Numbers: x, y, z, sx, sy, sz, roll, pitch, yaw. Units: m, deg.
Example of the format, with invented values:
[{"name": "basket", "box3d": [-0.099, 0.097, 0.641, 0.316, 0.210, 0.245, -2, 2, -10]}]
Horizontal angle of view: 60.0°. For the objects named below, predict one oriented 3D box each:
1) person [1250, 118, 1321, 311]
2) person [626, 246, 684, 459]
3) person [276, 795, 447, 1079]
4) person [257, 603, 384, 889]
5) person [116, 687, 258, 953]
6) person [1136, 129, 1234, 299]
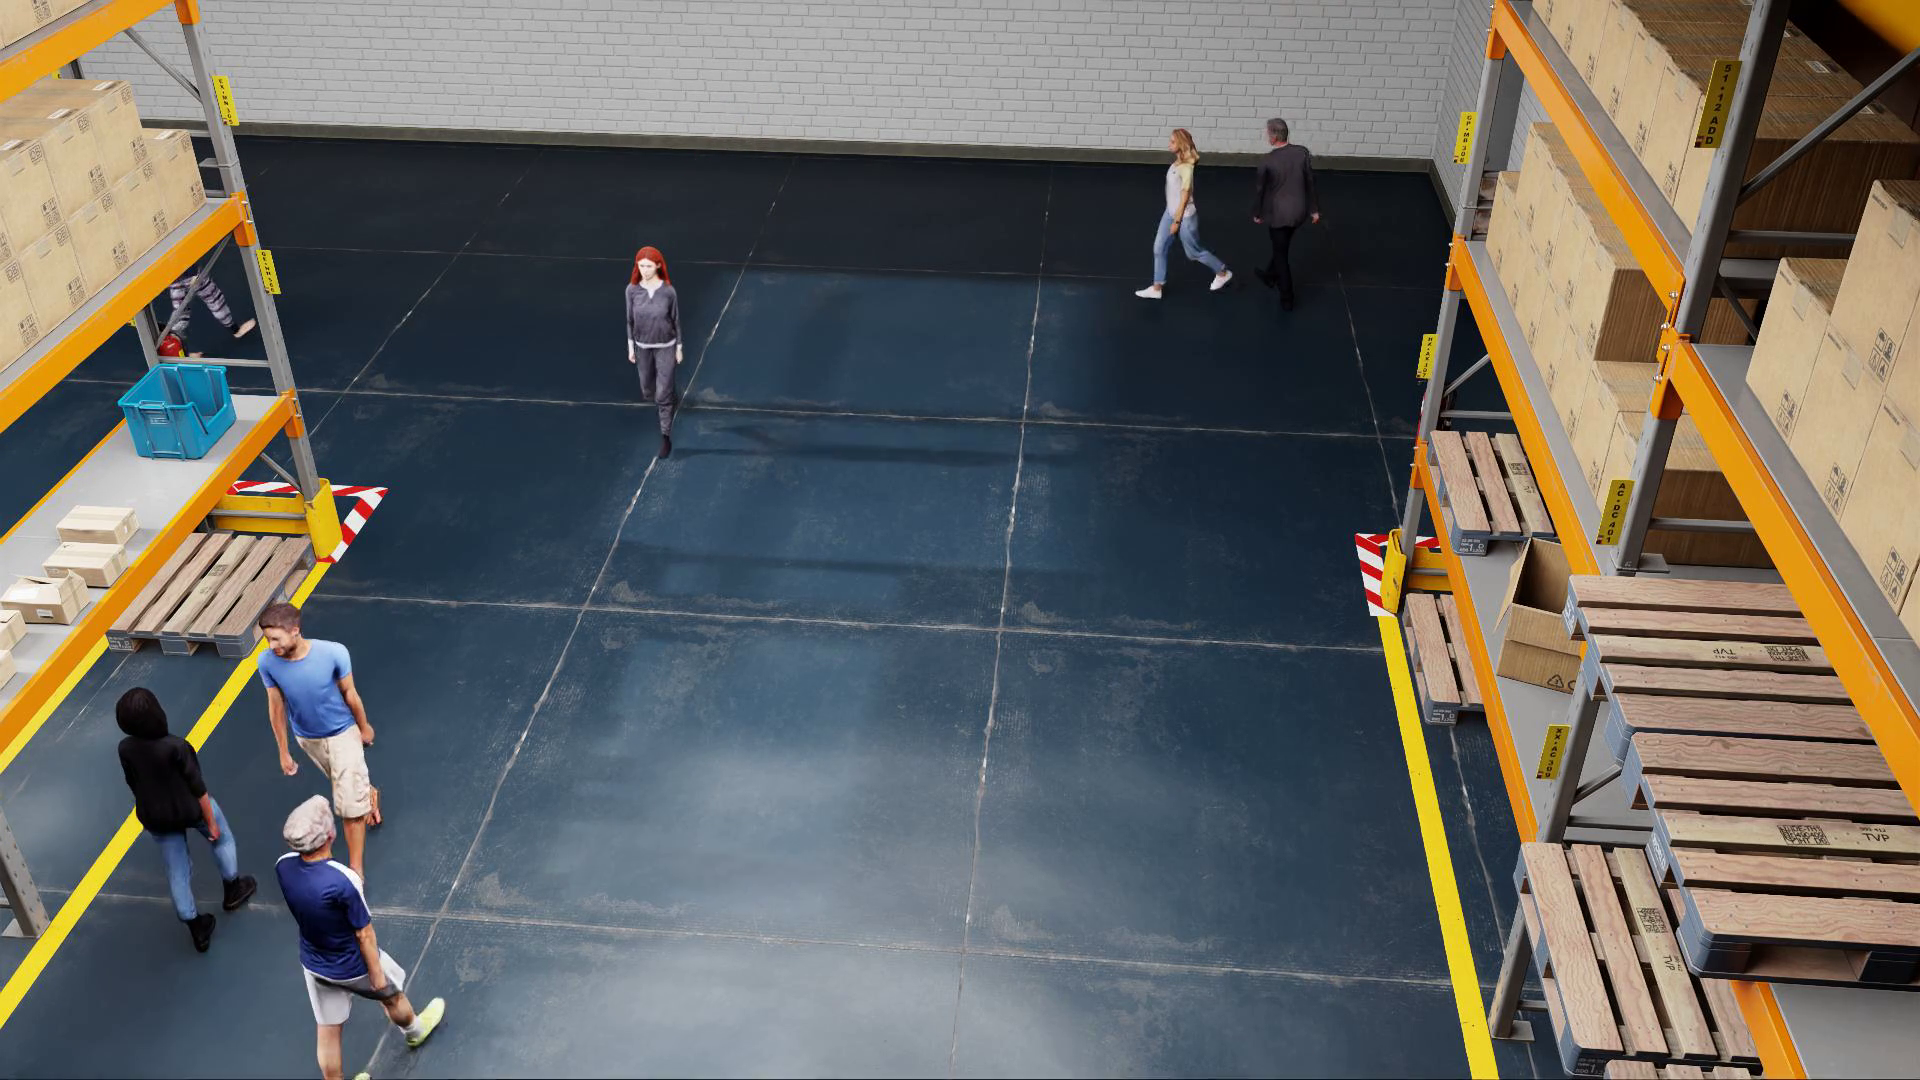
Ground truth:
[{"name": "person", "box3d": [3.101, -3.050, 15.675, 1.030, 1.791, 1.179, -6, 34, -9]}, {"name": "person", "box3d": [-2.446, -1.569, 13.468, 0.604, 1.768, 0.881, 4, 34, 6]}, {"name": "person", "box3d": [-3.006, 2.068, 7.968, 0.800, 1.799, 1.070, 8, 34, 11]}, {"name": "person", "box3d": [-3.596, 1.048, 9.493, 0.786, 1.810, 1.281, -3, 34, -5]}, {"name": "person", "box3d": [-4.186, 1.543, 8.869, 0.655, 1.677, 0.798, -3, 34, -5]}, {"name": "person", "box3d": [2.199, -3.039, 15.759, 0.863, 1.680, 1.165, -5, 34, -7]}]
